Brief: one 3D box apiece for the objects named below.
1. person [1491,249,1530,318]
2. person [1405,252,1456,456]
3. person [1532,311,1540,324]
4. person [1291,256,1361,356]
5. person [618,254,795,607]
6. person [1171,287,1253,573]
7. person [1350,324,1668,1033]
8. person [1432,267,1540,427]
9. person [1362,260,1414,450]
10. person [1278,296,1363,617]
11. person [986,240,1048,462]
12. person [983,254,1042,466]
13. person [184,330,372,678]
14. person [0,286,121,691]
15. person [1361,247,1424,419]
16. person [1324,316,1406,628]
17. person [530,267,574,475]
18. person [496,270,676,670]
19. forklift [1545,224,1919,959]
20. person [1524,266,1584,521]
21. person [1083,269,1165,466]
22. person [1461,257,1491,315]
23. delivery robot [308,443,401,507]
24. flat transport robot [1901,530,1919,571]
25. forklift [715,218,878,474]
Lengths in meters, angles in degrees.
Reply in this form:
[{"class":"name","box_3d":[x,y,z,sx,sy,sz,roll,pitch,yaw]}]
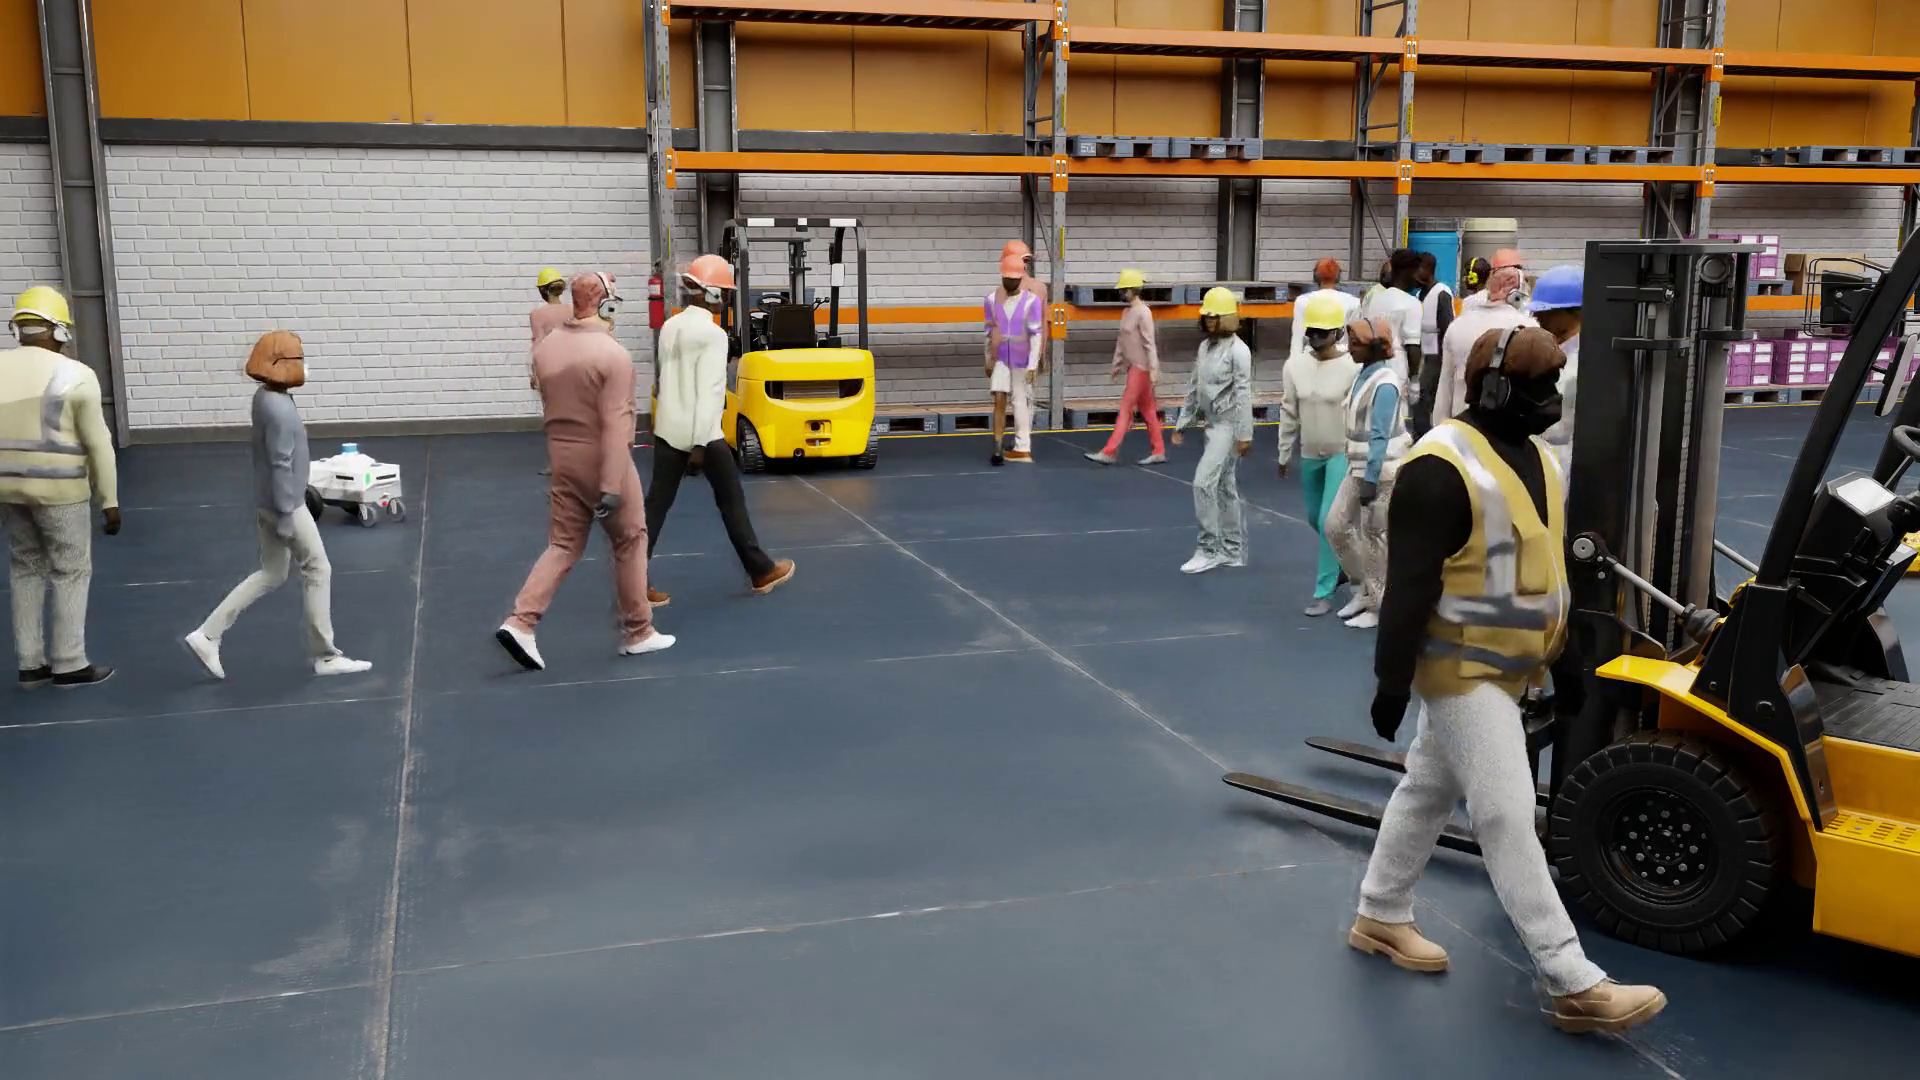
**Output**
[{"class":"person","box_3d":[5.290,-1.806,15.834,0.613,1.909,0.583,6,12,29]},{"class":"person","box_3d":[4.212,-1.646,15.028,0.743,1.881,0.633,0,10,-2]},{"class":"person","box_3d":[4.385,-1.064,12.530,0.517,1.631,0.335,-2,10,-10]},{"class":"person","box_3d":[3.035,-1.410,13.775,0.584,1.866,0.558,-1,10,-6]},{"class":"person","box_3d":[-1.445,-0.595,9.168,0.610,1.926,1.089,9,14,42]},{"class":"person","box_3d":[1.494,-0.656,10.047,0.626,1.719,0.552,-3,11,-15]},{"class":"person","box_3d":[1.444,0.348,4.338,0.952,1.790,0.651,9,14,41]},{"class":"person","box_3d":[3.131,-0.709,10.000,0.871,1.853,0.653,-8,13,-36]},{"class":"person","box_3d":[4.055,-1.716,15.643,0.910,1.790,0.654,5,12,26]},{"class":"person","box_3d":[2.060,-0.480,9.093,0.549,1.717,0.758,10,14,43]},{"class":"person","box_3d":[0.491,-1.698,15.049,0.498,1.996,0.629,10,14,44]},{"class":"person","box_3d":[0.456,-1.602,14.829,0.555,1.867,0.988,3,11,14]},{"class":"person","box_3d":[-3.144,-0.147,7.554,0.720,1.610,0.499,-7,12,-32]},{"class":"person","box_3d":[-4.063,-0.220,7.441,0.624,1.809,0.438,1,10,6]},{"class":"person","box_3d":[3.285,-1.274,12.828,0.537,1.940,0.669,-5,12,-27]},{"class":"person","box_3d":[2.090,-0.331,8.515,0.405,1.617,0.531,0,10,-2]},{"class":"person","box_3d":[-3.446,-1.430,14.173,0.330,1.765,0.533,8,13,38]},{"class":"person","box_3d":[-1.786,-0.328,7.846,0.637,1.876,0.868,7,13,34]},{"class":"forklift","box_3d":[2.909,0.117,4.508,2.313,2.155,1.214,9,14,40]},{"class":"person","box_3d":[2.667,-0.266,7.451,0.980,1.894,0.600,-3,11,-16]},{"class":"person","box_3d":[1.451,-1.496,14.598,0.875,1.723,0.561,-3,11,-14]},{"class":"person","box_3d":[4.391,-1.476,14.190,0.520,1.849,0.494,-10,14,-42]},{"class":"delivery robot","box_3d":[-4.323,-0.442,11.815,0.707,0.478,0.477,6,12,28]},{"class":"flat transport robot","box_3d":[5.957,-0.024,10.559,0.652,0.197,1.431,1,10,5]},{"class":"forklift","box_3d":[-1.522,-1.778,14.899,1.214,2.155,2.313,-3,11,-17]}]
